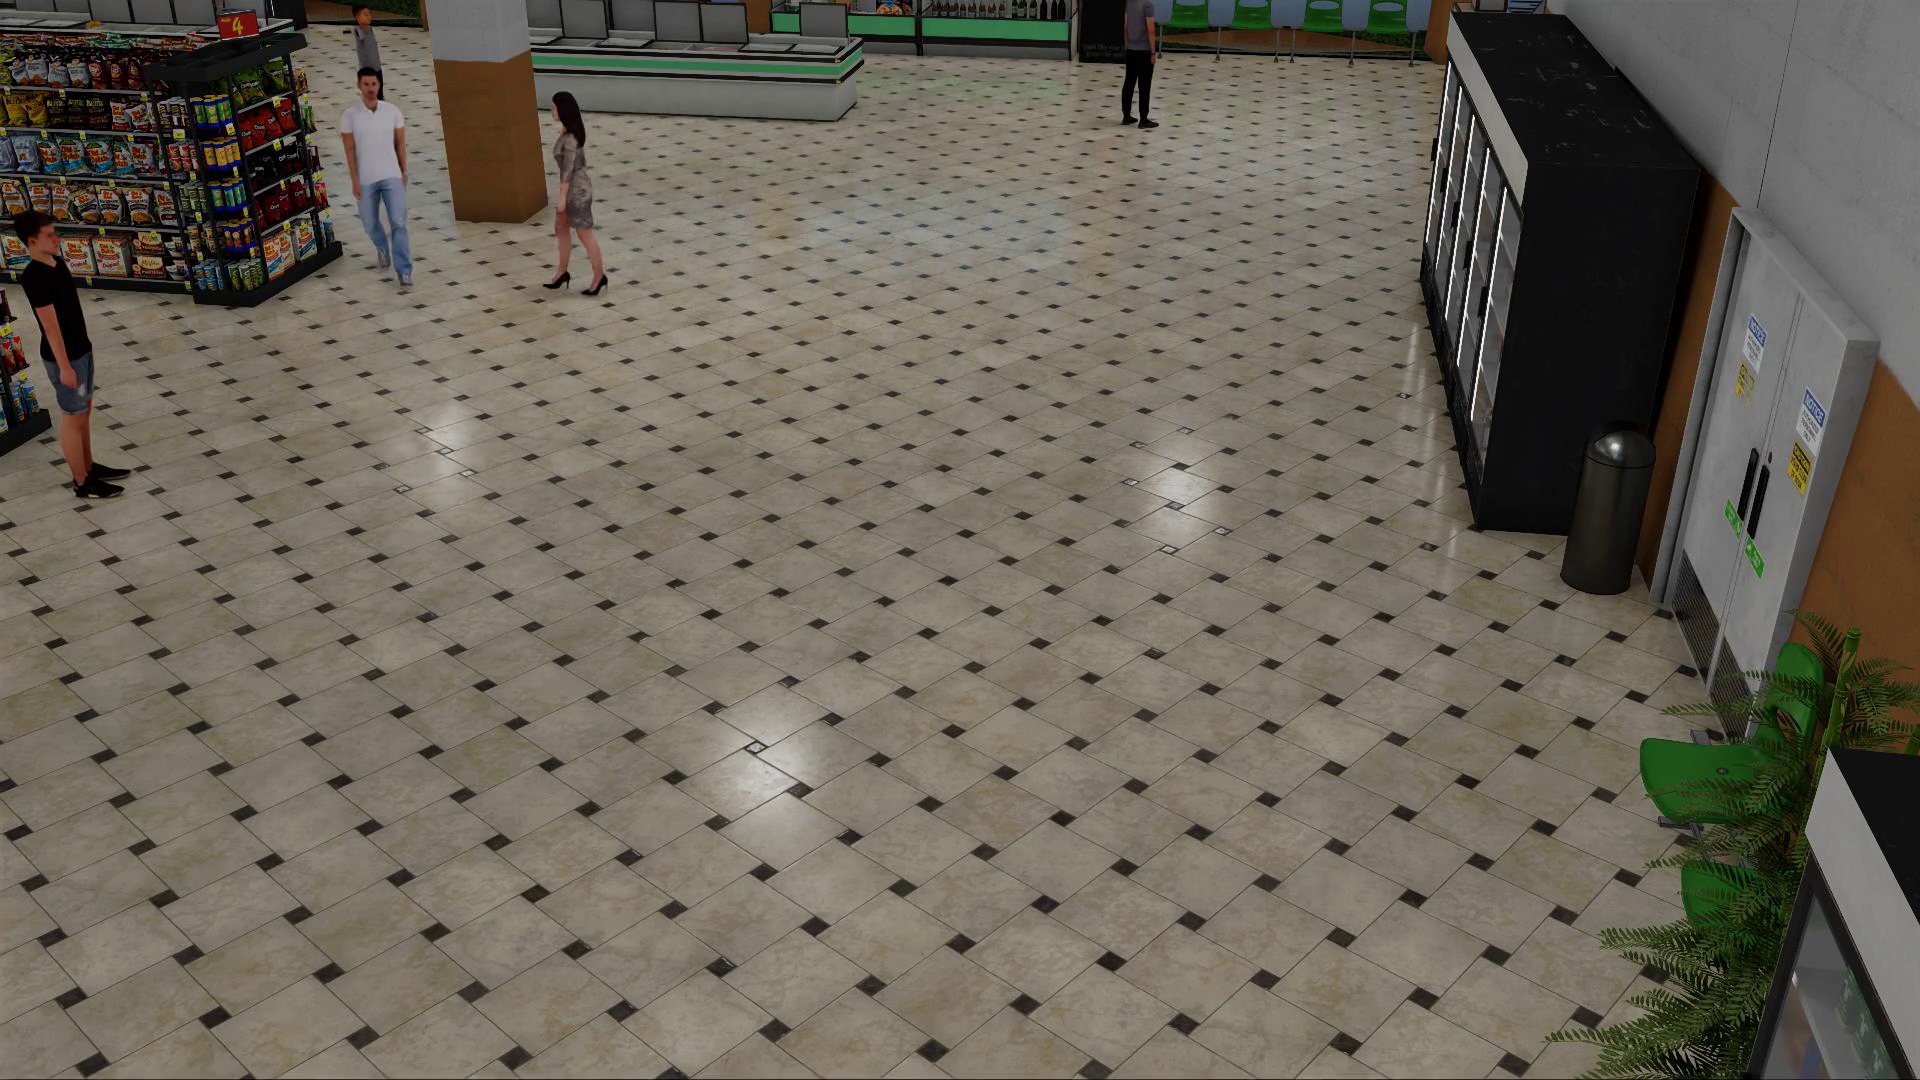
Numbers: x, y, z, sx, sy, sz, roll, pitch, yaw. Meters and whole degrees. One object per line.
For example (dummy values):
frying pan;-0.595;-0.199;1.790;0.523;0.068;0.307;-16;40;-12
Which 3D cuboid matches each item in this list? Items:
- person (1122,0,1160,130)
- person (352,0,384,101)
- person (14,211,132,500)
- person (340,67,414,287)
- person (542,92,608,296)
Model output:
person;2.132;-5.807;19.748;0.767;1.755;0.686;-21;34;-36
person;-7.084;-5.729;19.924;0.503;1.456;0.569;3;27;7
person;-5.661;-1.178;10.519;0.715;1.846;0.748;-7;28;-13
person;-5.055;-3.160;14.435;1.132;1.839;1.045;-8;28;-16
person;-3.162;-2.900;14.043;0.889;1.730;0.775;-5;27;-10
